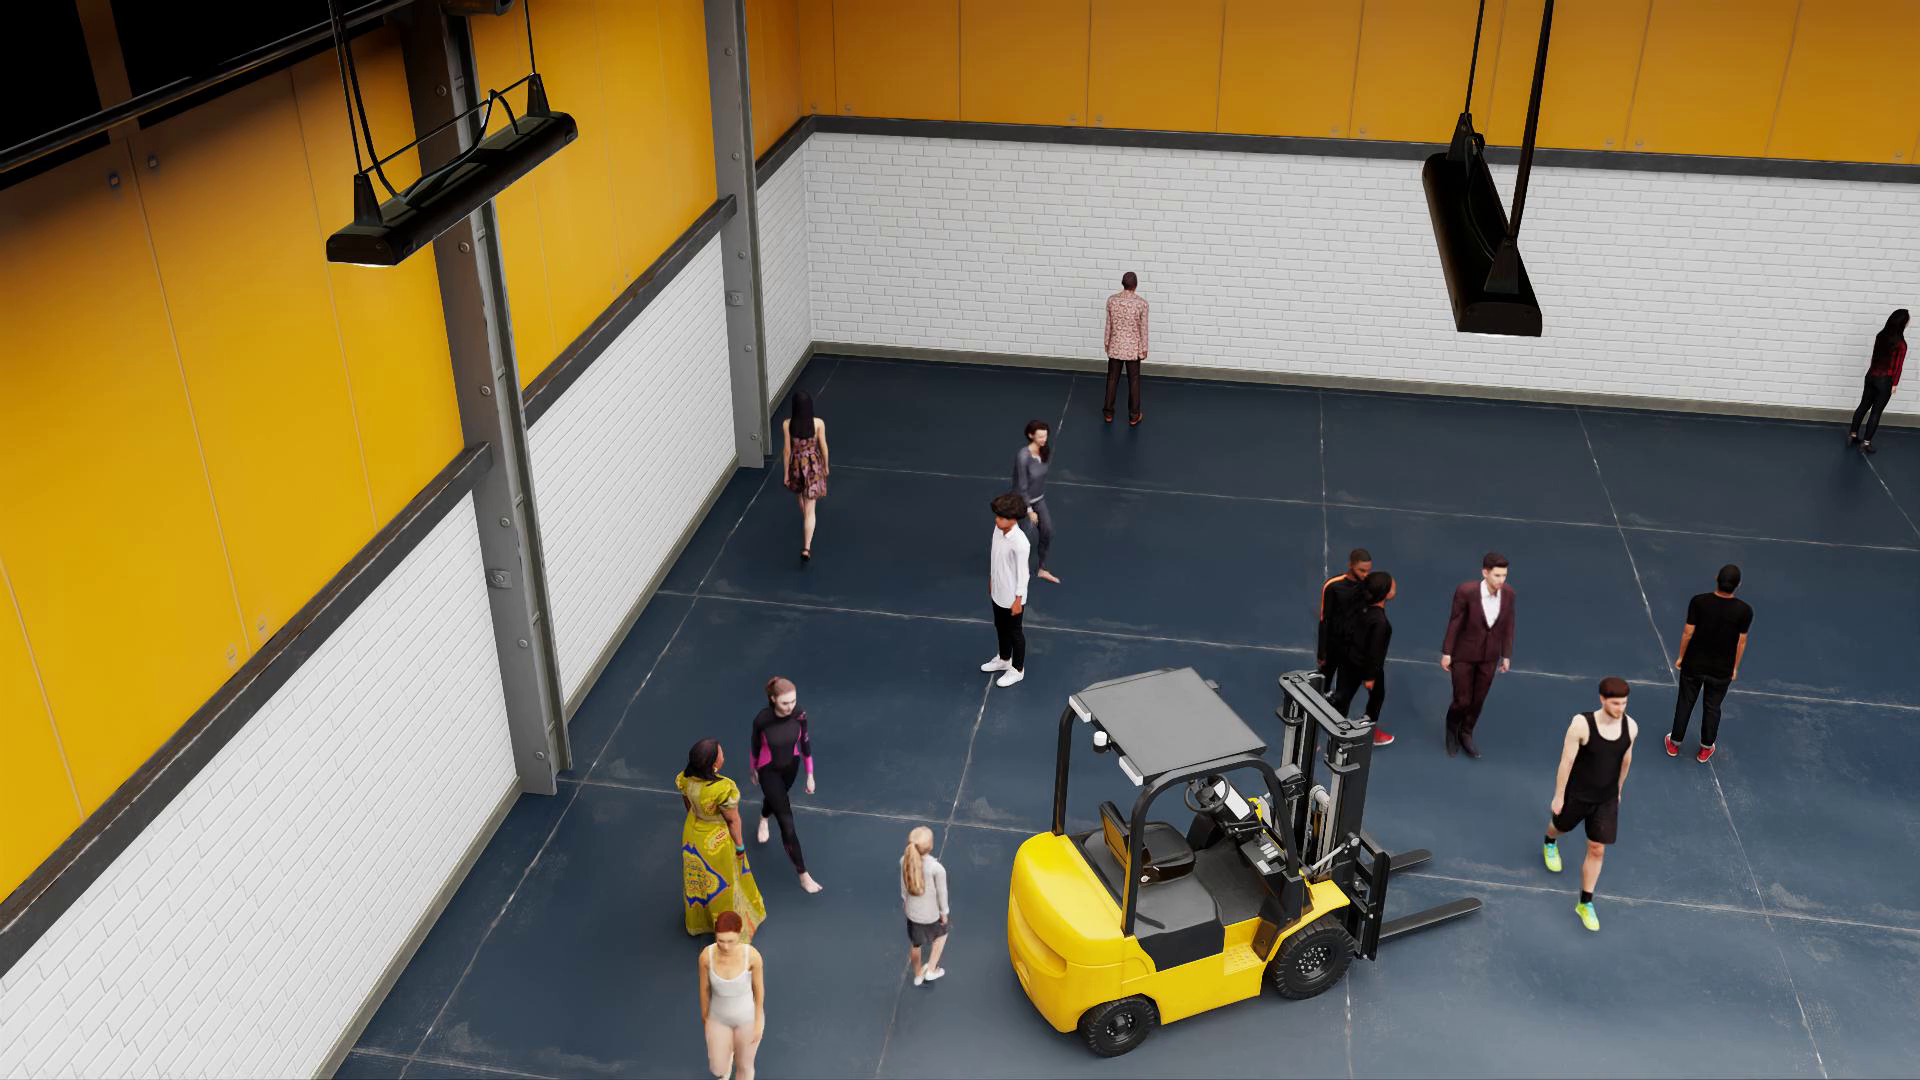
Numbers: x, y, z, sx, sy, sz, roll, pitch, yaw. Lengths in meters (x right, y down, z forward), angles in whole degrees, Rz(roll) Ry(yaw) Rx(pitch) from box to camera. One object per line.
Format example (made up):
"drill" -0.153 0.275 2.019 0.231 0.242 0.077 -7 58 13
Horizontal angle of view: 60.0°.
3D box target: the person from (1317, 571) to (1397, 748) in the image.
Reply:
"person" 3.177 1.010 13.386 0.937 1.646 1.102 -6 29 -12

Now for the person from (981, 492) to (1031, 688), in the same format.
"person" 0.419 0.410 14.318 0.781 1.808 0.695 -15 32 -25

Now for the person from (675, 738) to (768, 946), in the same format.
"person" -1.690 2.063 11.441 0.981 1.660 0.967 19 34 31

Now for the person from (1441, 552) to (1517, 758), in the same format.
"person" 4.123 0.883 13.404 0.783 1.852 0.744 -4 29 -7

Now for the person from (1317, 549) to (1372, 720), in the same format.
"person" 3.116 0.799 13.658 0.717 1.756 1.204 1 29 2

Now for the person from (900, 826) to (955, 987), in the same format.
"person" -0.261 2.479 11.089 0.595 1.266 0.620 14 31 23

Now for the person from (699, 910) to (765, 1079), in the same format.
"person" -1.354 2.832 10.064 0.635 1.629 0.763 -1 29 -1

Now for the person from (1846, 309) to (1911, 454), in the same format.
"person" 10.219 -1.772 18.483 0.716 1.649 0.595 -8 30 -14

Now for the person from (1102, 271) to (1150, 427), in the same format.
"person" 1.901 -2.201 19.111 0.724 1.801 0.657 11 30 19

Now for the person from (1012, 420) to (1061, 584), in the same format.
"person" 0.571 -0.392 15.868 0.912 1.731 0.897 23 36 36

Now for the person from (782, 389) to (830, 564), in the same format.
"person" -1.502 -0.584 16.241 0.800 1.710 1.235 -1 29 -2

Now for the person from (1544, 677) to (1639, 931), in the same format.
"person" 4.437 1.745 11.822 0.833 1.853 1.241 0 29 0

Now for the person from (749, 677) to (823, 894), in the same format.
"person" -1.362 1.682 12.136 1.081 1.664 1.235 -12 31 -21

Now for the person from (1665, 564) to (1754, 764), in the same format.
"person" 5.997 0.979 13.326 0.679 1.758 0.646 13 31 23
